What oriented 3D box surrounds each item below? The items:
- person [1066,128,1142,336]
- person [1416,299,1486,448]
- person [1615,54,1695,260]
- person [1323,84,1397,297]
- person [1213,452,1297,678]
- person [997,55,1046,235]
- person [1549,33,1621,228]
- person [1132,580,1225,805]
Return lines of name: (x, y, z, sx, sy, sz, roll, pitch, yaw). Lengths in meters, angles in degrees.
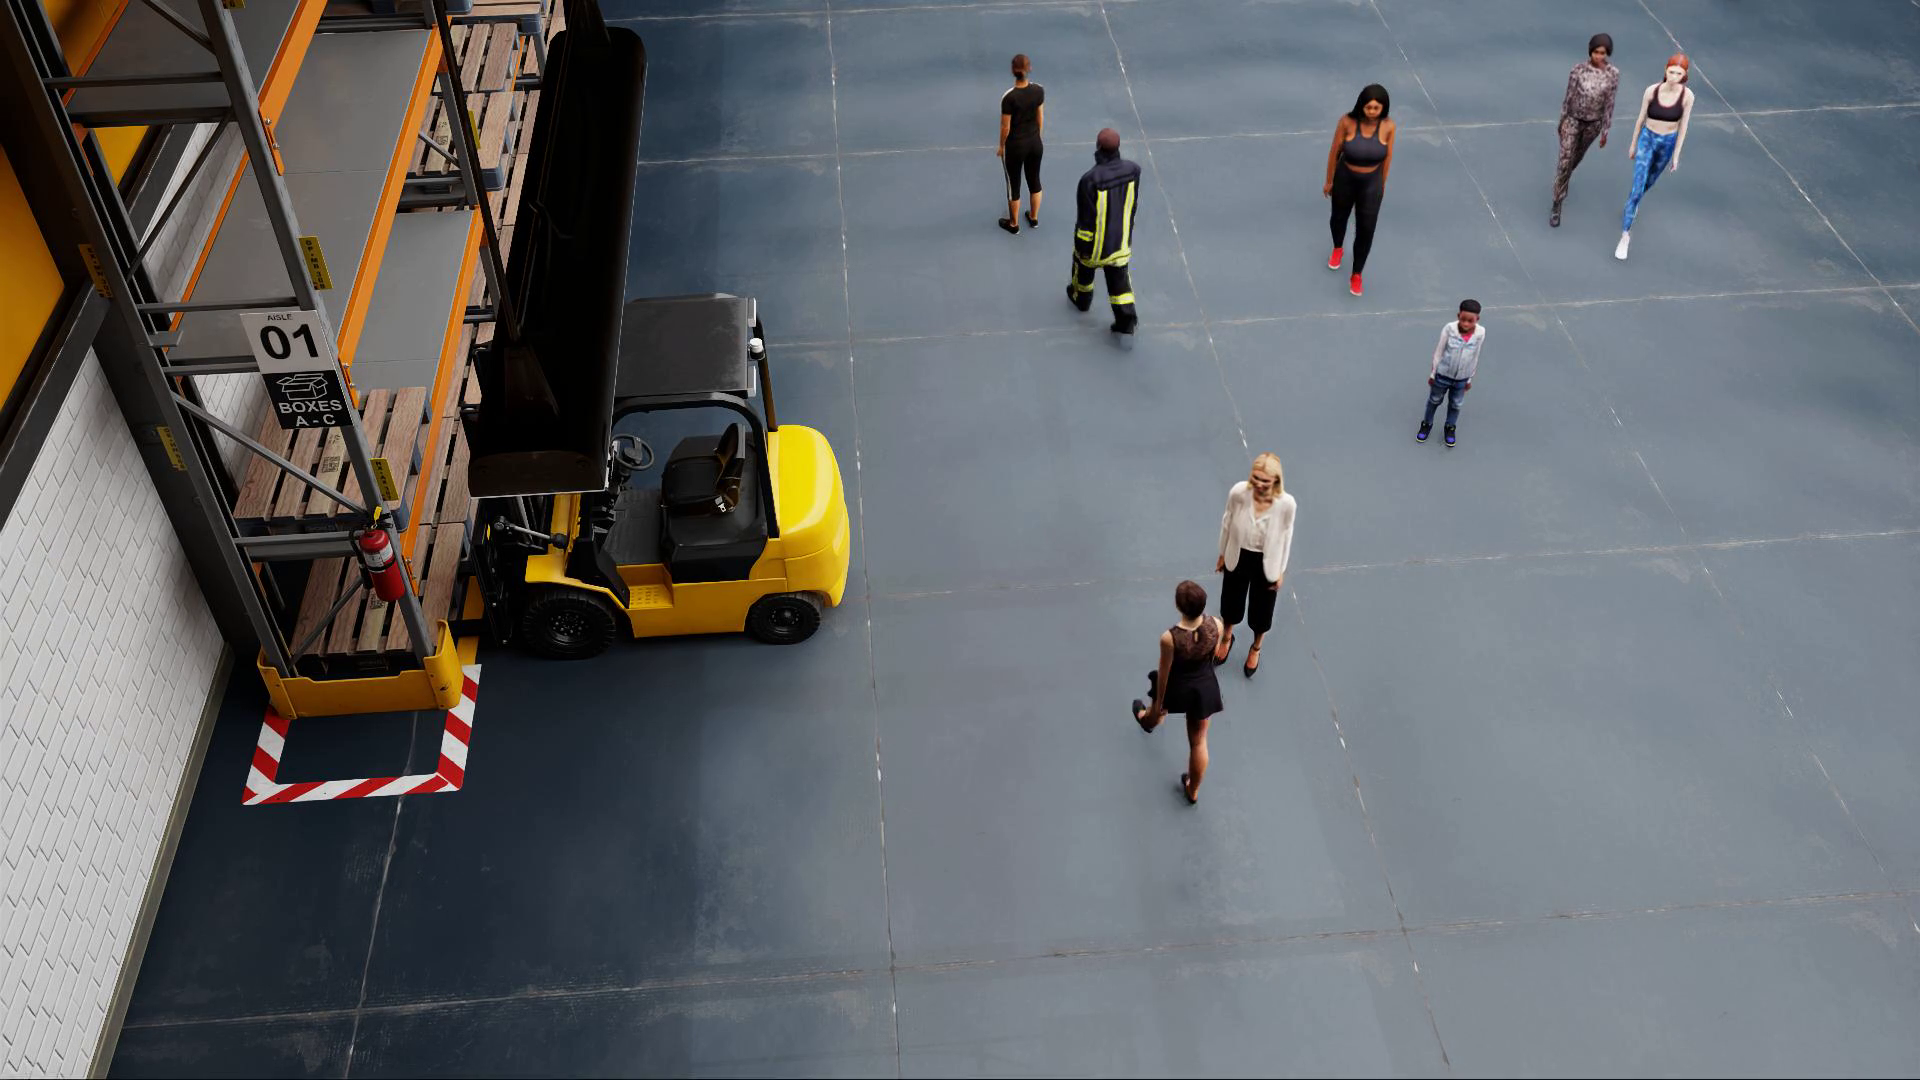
person: (1.216, -2.463, 13.412, 1.001, 1.790, 1.284, -18, 46, -18)
person: (3.732, -1.281, 12.564, 0.536, 1.249, 0.566, 9, 44, 9)
person: (6.027, -3.395, 14.425, 0.890, 1.744, 1.254, 12, 45, 12)
person: (3.347, -3.068, 14.047, 0.858, 1.790, 1.075, 10, 44, 10)
person: (1.864, 0.165, 10.605, 0.675, 1.858, 0.670, 16, 46, 16)
person: (0.545, -3.461, 14.548, 0.651, 1.669, 0.633, -20, 47, -20)
person: (5.553, -3.719, 14.814, 0.849, 1.675, 1.198, 11, 45, 11)
person: (1.379, 0.950, 9.937, 0.726, 1.642, 1.089, -10, 45, -11)
